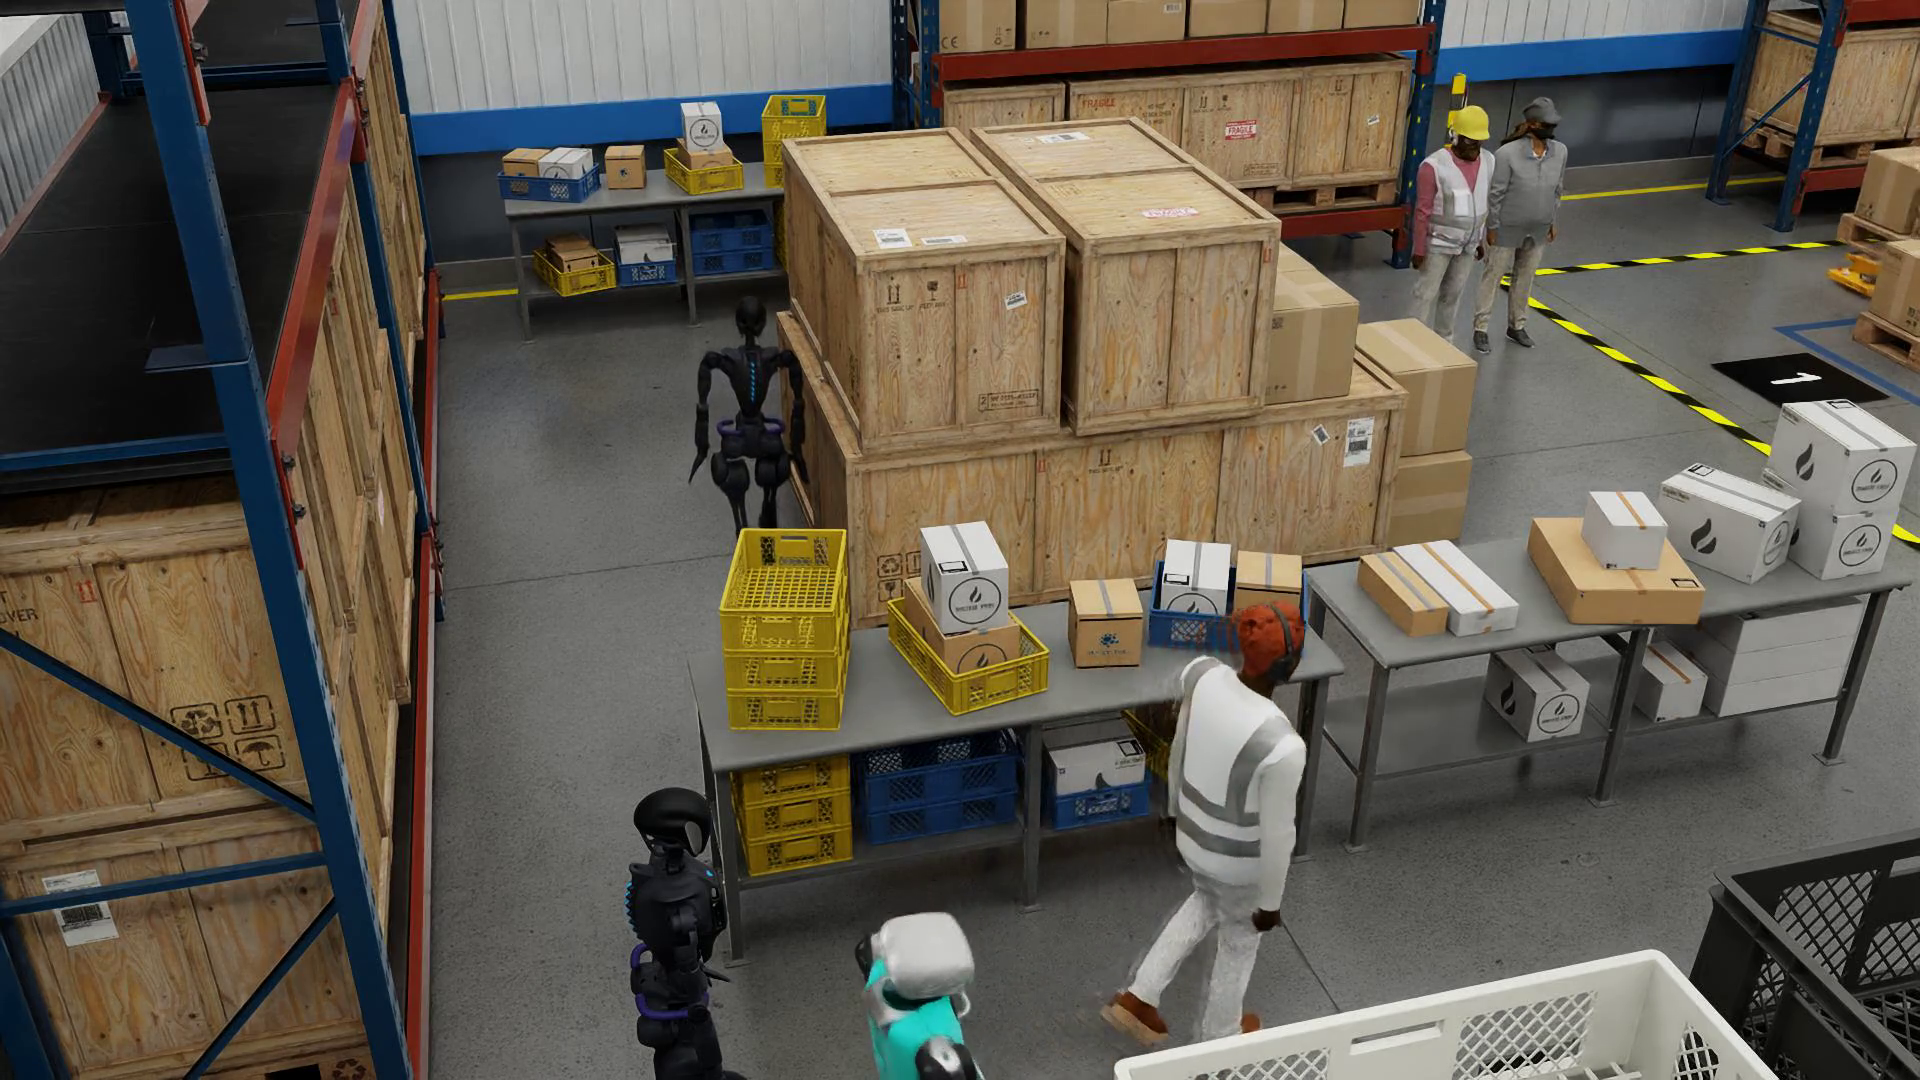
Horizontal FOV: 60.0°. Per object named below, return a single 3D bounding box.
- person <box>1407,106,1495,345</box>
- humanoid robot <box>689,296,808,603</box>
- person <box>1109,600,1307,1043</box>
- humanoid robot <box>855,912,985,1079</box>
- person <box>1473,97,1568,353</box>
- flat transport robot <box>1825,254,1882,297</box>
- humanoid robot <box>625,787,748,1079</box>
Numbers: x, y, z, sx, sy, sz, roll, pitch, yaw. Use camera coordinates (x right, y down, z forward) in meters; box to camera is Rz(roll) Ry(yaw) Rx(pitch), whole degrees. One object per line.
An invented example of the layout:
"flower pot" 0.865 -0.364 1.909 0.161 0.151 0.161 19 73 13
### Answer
"person" 3.282 -1.994 11.118 0.599 1.827 0.404 -12 31 -21
"humanoid robot" -1.103 -0.480 8.573 0.618 1.624 0.752 -7 30 -12
"person" 0.850 1.038 5.565 0.503 1.875 0.612 -16 33 -27
"humanoid robot" 0.096 1.701 4.555 0.721 1.822 0.563 -12 31 -21
"person" 3.871 -2.181 11.518 0.565 1.769 0.396 -7 30 -13
"flat transport robot" 7.542 -2.079 12.862 1.431 0.197 0.652 -7 30 -13
"humanoid robot" -0.827 1.434 5.039 0.315 1.657 0.599 -7 30 -13
